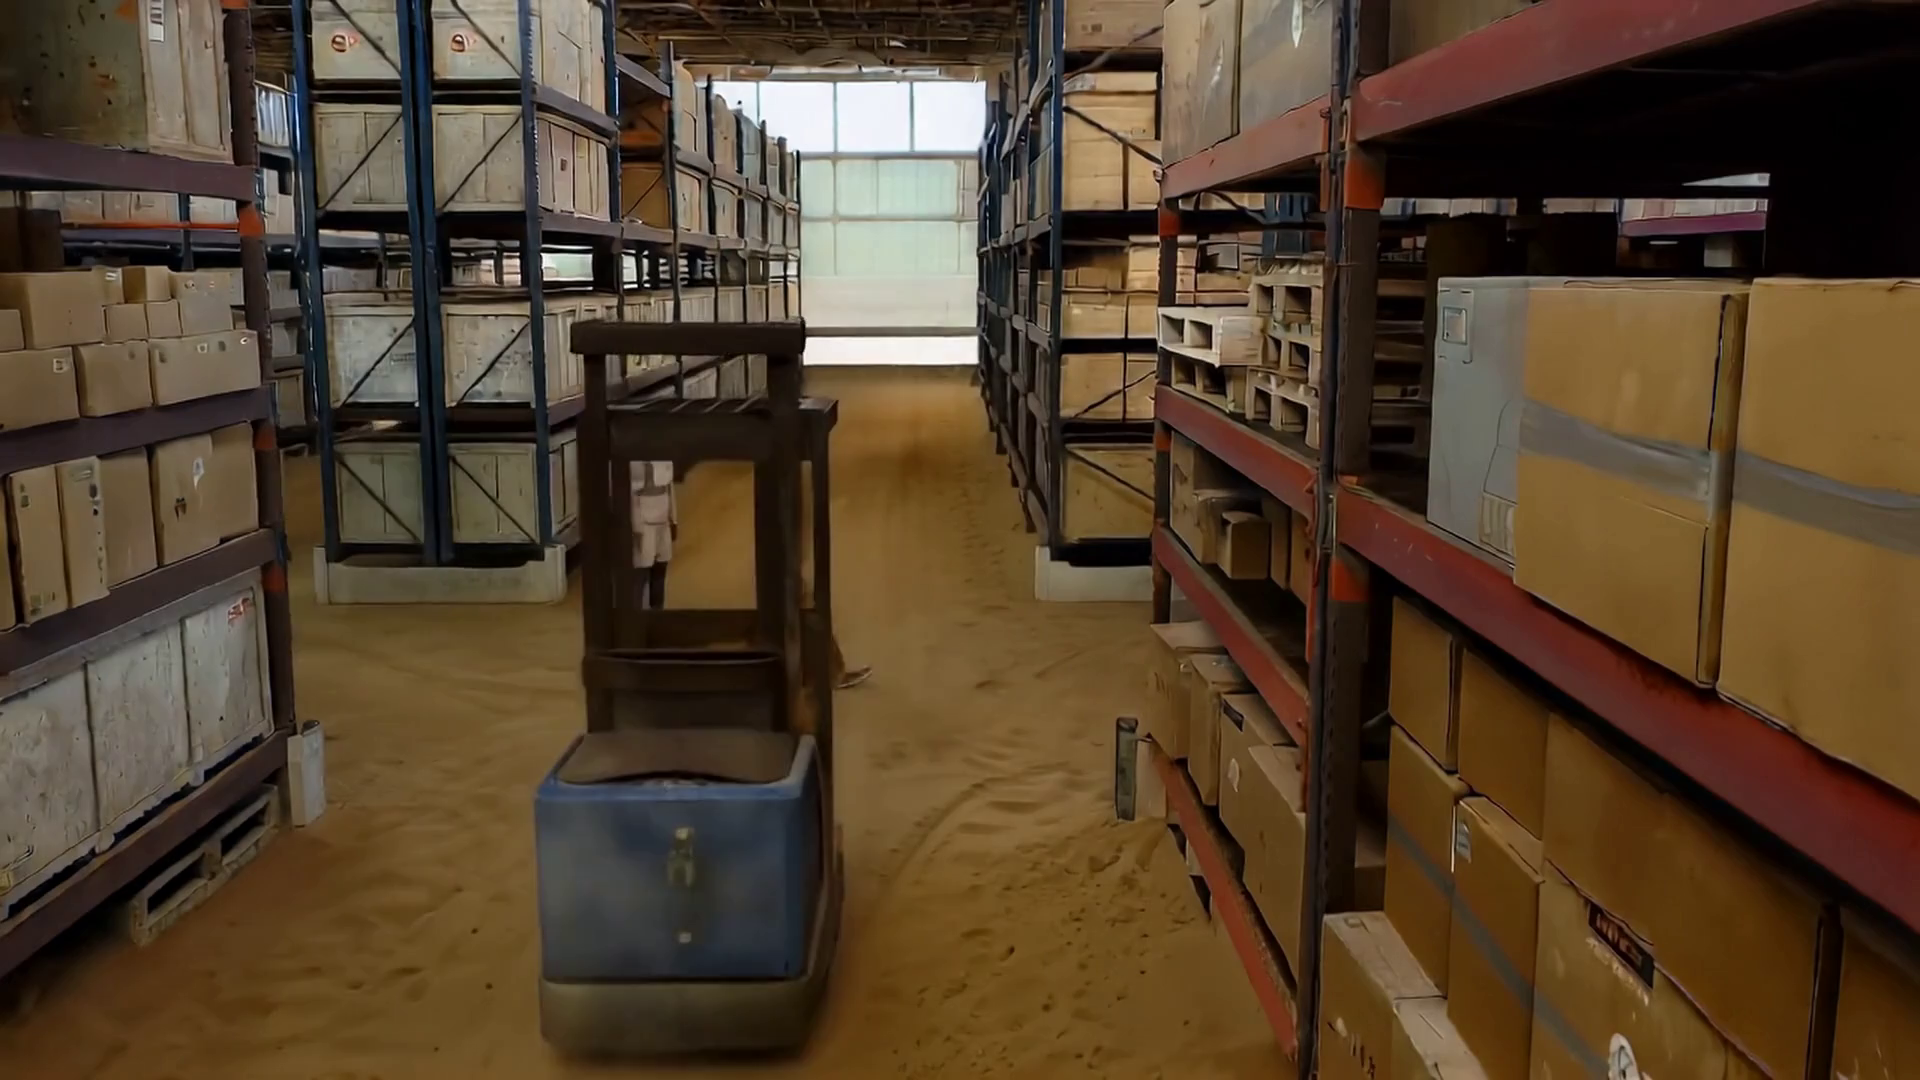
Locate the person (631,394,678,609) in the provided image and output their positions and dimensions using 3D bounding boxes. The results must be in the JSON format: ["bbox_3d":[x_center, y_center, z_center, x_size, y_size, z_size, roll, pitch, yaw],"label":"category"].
[{"bbox_3d":[-2.460,-0.158,13.430,0.403,2.038,0.609,4,10,24],"label":"person"}]

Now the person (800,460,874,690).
[{"bbox_3d":[-1.151,0.199,11.782,1.010,1.850,0.673,0,9,2],"label":"person"}]

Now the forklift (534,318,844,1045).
[{"bbox_3d":[-1.114,0.455,7.066,1.129,2.768,1.873,0,9,-1],"label":"forklift"}]

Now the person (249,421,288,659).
[{"bbox_3d":[-5.584,-0.042,12.913,0.747,1.970,0.617,1,9,5],"label":"person"}]

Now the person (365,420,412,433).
[{"bbox_3d":[-6.635,-1.011,19.334,0.576,1.815,0.903,0,9,-2],"label":"person"}]
